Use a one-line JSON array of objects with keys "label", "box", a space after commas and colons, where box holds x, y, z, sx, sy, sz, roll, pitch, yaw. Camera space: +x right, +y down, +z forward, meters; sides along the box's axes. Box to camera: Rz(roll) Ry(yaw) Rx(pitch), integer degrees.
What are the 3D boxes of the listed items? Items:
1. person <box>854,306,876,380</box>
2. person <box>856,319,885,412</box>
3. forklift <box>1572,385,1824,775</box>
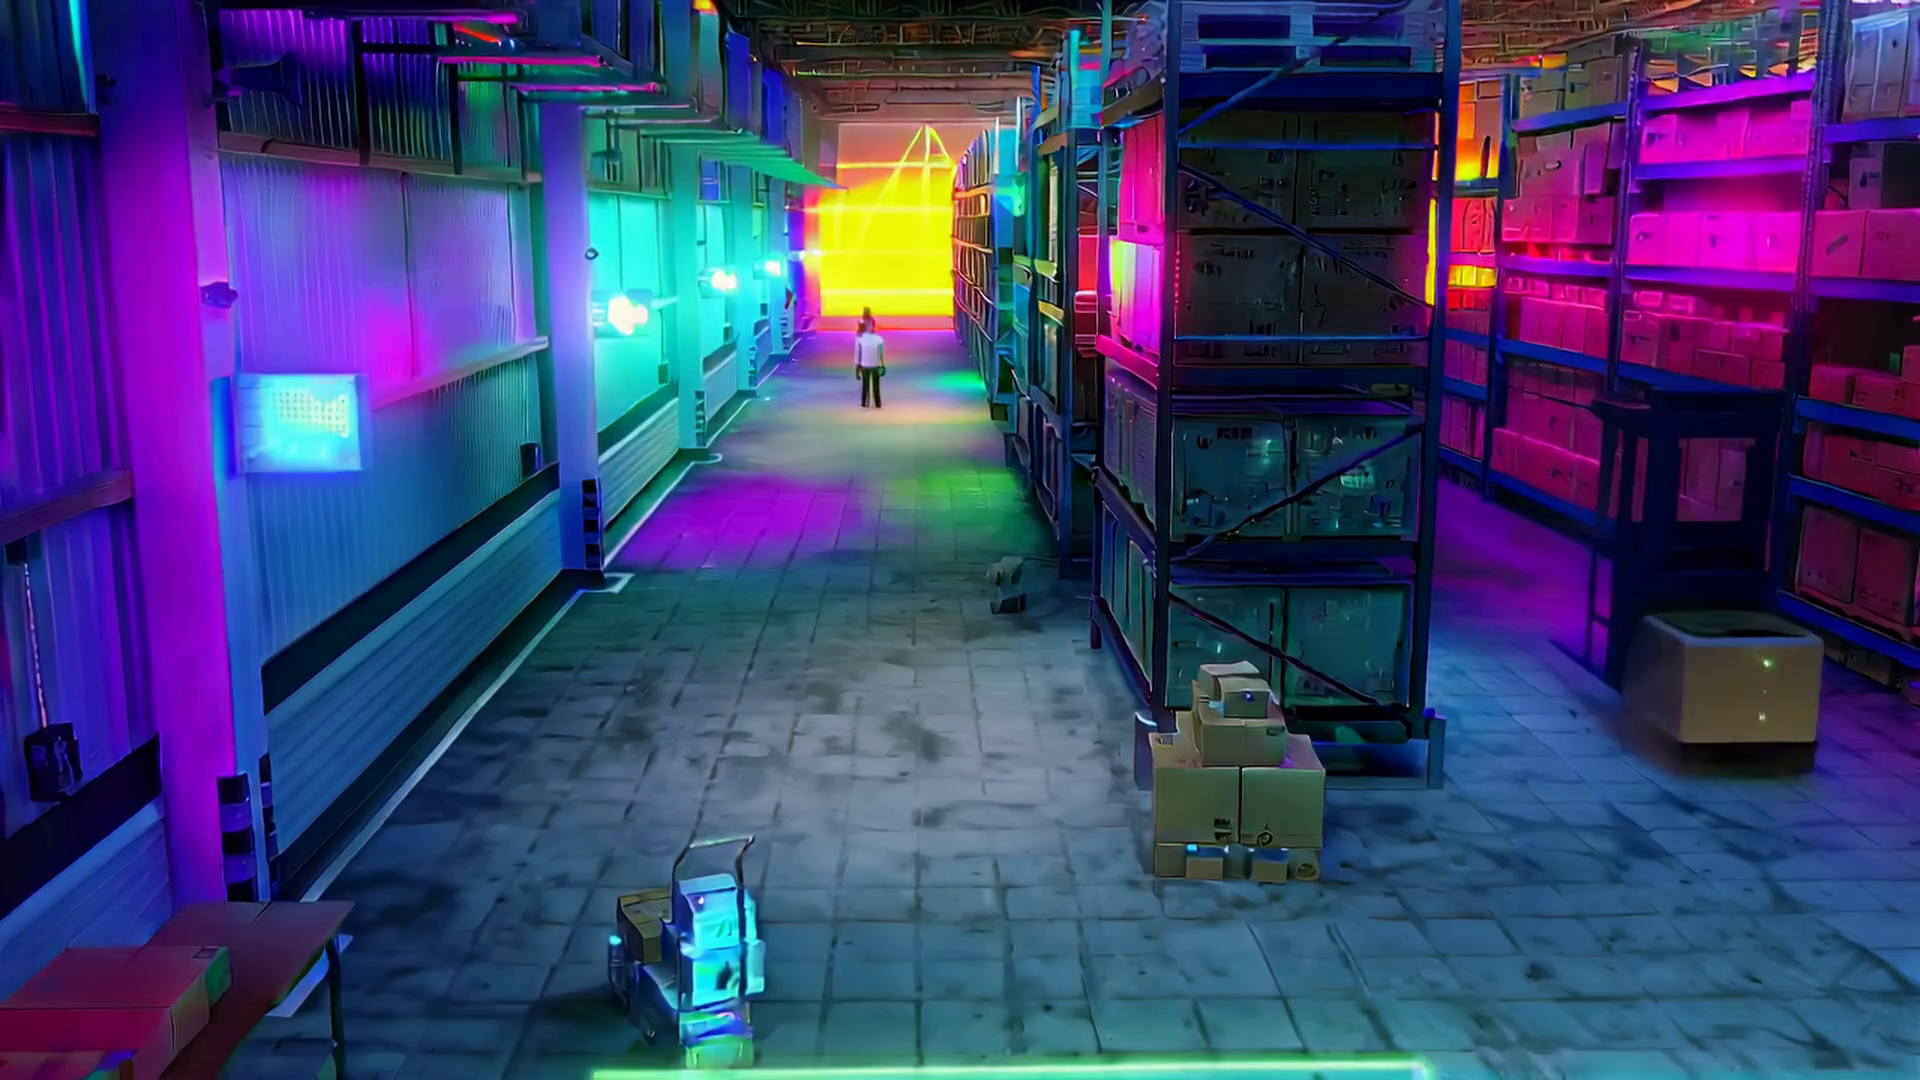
[{"label": "person", "box": [-2.435, -5.048, 42.656, 0.593, 1.910, 0.388, -6, 12, -27]}, {"label": "person", "box": [-1.918, -3.714, 35.513, 0.617, 1.988, 0.402, 0, 11, 1]}, {"label": "forklift", "box": [5.708, 0.210, 12.757, 1.129, 2.768, 1.873, 0, 11, -2]}]
